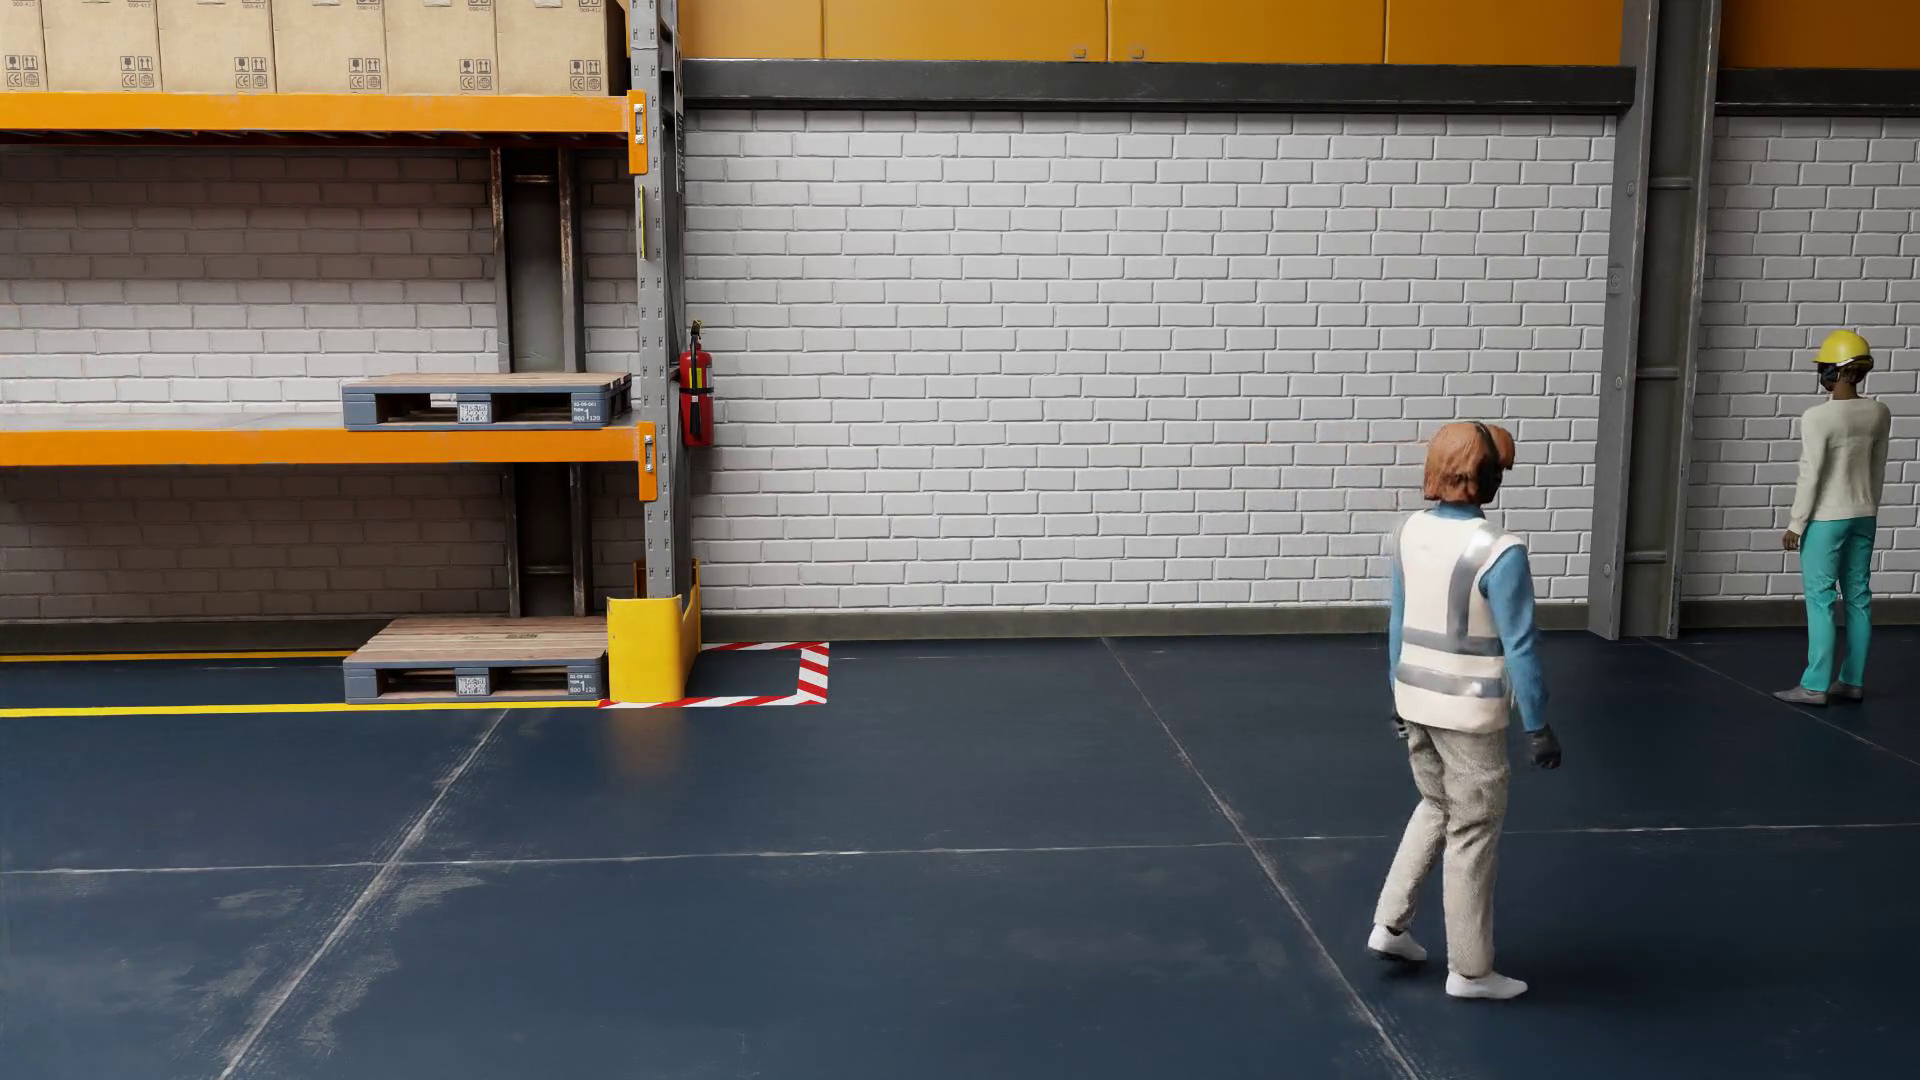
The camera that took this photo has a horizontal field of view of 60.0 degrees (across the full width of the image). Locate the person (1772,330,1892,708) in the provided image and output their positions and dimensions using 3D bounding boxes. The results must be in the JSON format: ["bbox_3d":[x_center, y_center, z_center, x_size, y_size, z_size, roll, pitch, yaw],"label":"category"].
[{"bbox_3d":[4.096,-0.094,7.805,0.524,1.769,0.316,-3,10,-21],"label":"person"}]

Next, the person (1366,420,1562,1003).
[{"bbox_3d":[1.386,0.486,4.582,0.370,1.637,0.535,-3,10,-19],"label":"person"}]
